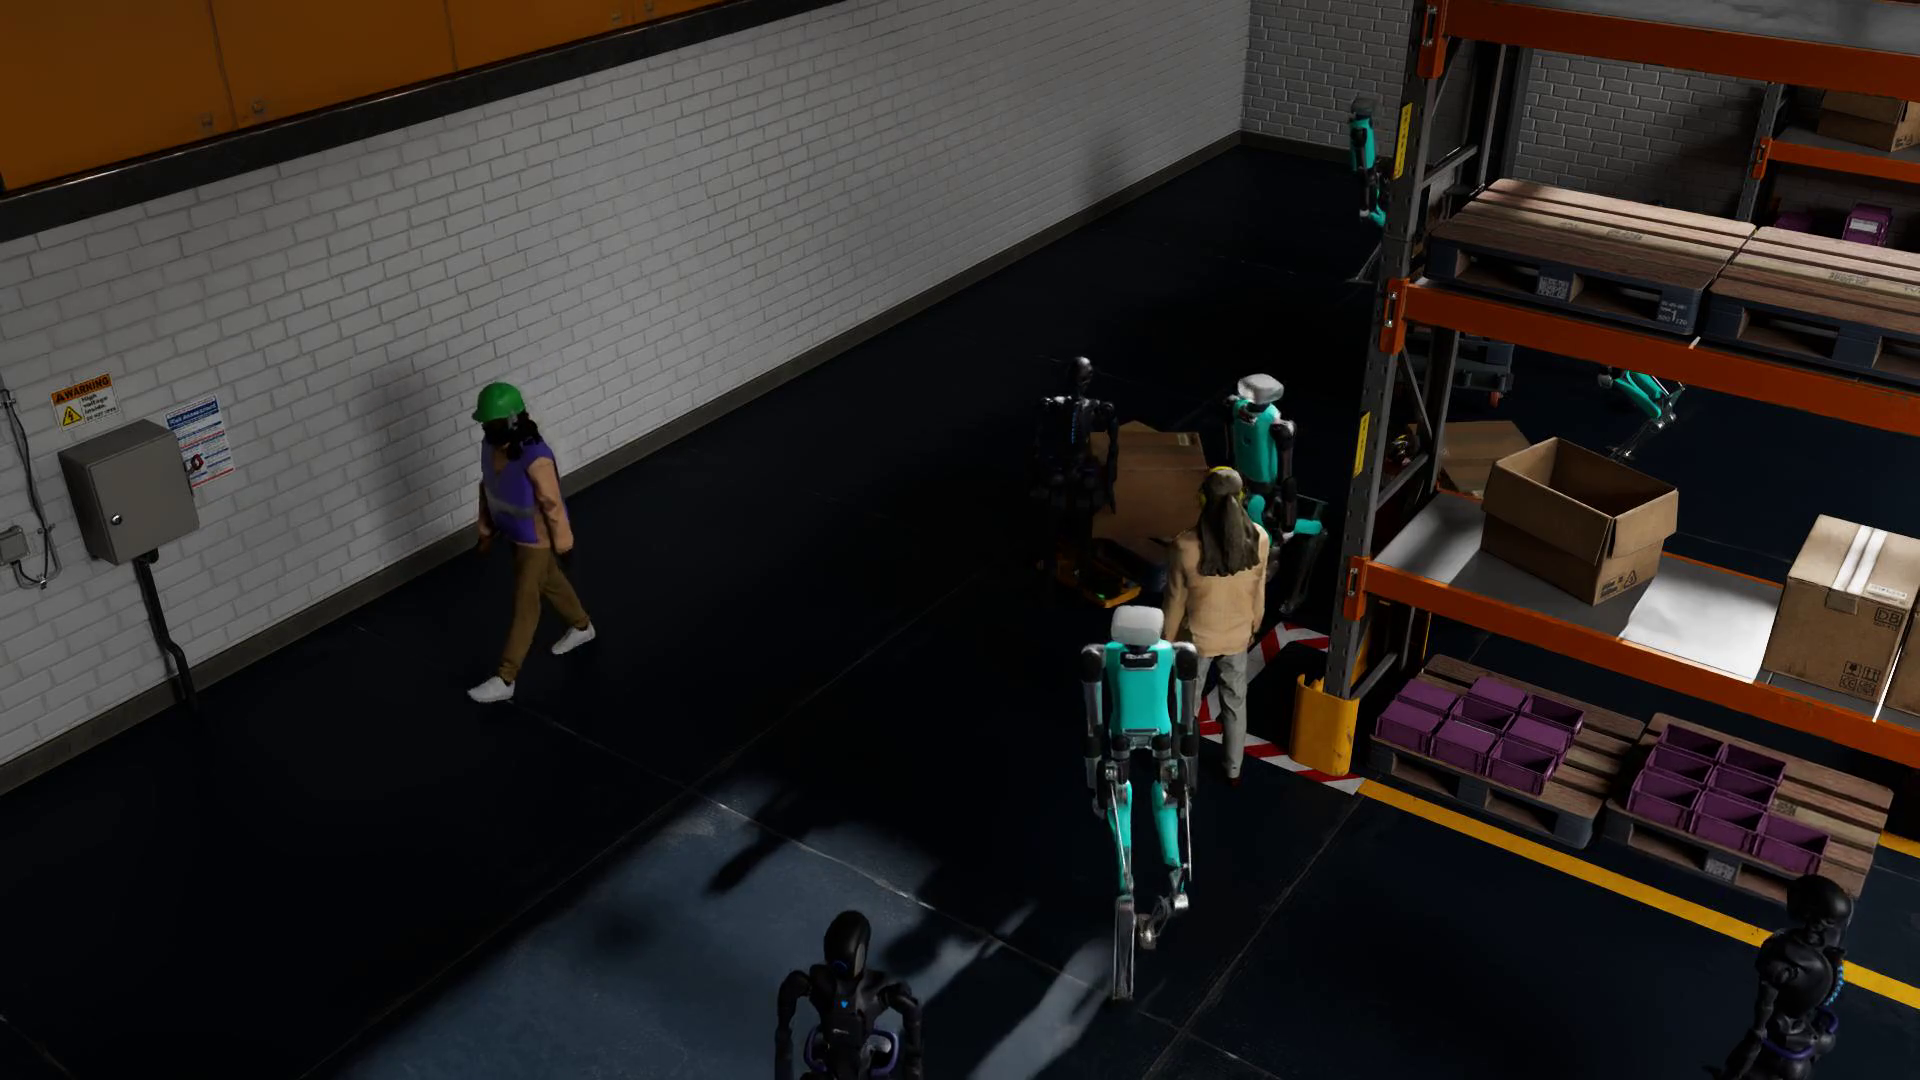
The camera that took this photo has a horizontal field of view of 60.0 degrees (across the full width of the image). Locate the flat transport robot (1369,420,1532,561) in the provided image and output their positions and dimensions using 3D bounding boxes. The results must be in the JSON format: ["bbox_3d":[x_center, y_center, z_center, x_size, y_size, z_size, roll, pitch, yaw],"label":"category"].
[{"bbox_3d":[3.342,0.209,10.677,1.431,0.231,0.659,-2,30,-4],"label":"flat transport robot"}]

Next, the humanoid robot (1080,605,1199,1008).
[{"bbox_3d":[0.799,1.269,7.423,0.581,1.808,0.949,2,30,3],"label":"humanoid robot"}]

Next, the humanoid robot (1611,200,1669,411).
[{"bbox_3d":[5.229,-1.827,12.832,0.588,1.622,0.764,12,32,20],"label":"humanoid robot"}]

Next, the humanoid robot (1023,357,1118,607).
[{"bbox_3d":[0.680,-0.351,10.236,0.589,1.652,0.322,4,30,6],"label":"humanoid robot"}]

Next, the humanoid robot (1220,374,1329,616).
[{"bbox_3d":[1.938,-0.239,9.999,0.996,1.740,0.530,-20,35,-31],"label":"humanoid robot"}]

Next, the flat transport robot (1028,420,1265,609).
[{"bbox_3d":[1.252,0.025,10.997,1.431,0.231,0.659,-23,37,-34],"label":"flat transport robot"}]

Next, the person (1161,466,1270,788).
[{"bbox_3d":[1.307,0.480,8.613,0.558,1.868,0.392,-5,30,-9],"label":"person"}]

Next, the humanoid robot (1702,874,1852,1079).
[{"bbox_3d":[3.075,1.922,6.294,0.608,1.644,0.351,-22,36,-33],"label":"humanoid robot"}]

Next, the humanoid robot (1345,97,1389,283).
[{"bbox_3d":[3.880,-3.050,14.919,0.955,1.804,0.591,7,31,12],"label":"humanoid robot"}]

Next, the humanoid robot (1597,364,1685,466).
[{"bbox_3d":[4.801,-1.257,11.617,0.533,1.677,0.735,-25,38,-36],"label":"humanoid robot"}]

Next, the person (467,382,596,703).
[{"bbox_3d":[-2.527,-0.025,9.474,0.569,1.874,1.006,25,38,36],"label":"person"}]

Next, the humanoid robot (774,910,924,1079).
[{"bbox_3d":[-0.405,2.010,6.140,0.585,1.643,0.387,3,30,5],"label":"humanoid robot"}]
